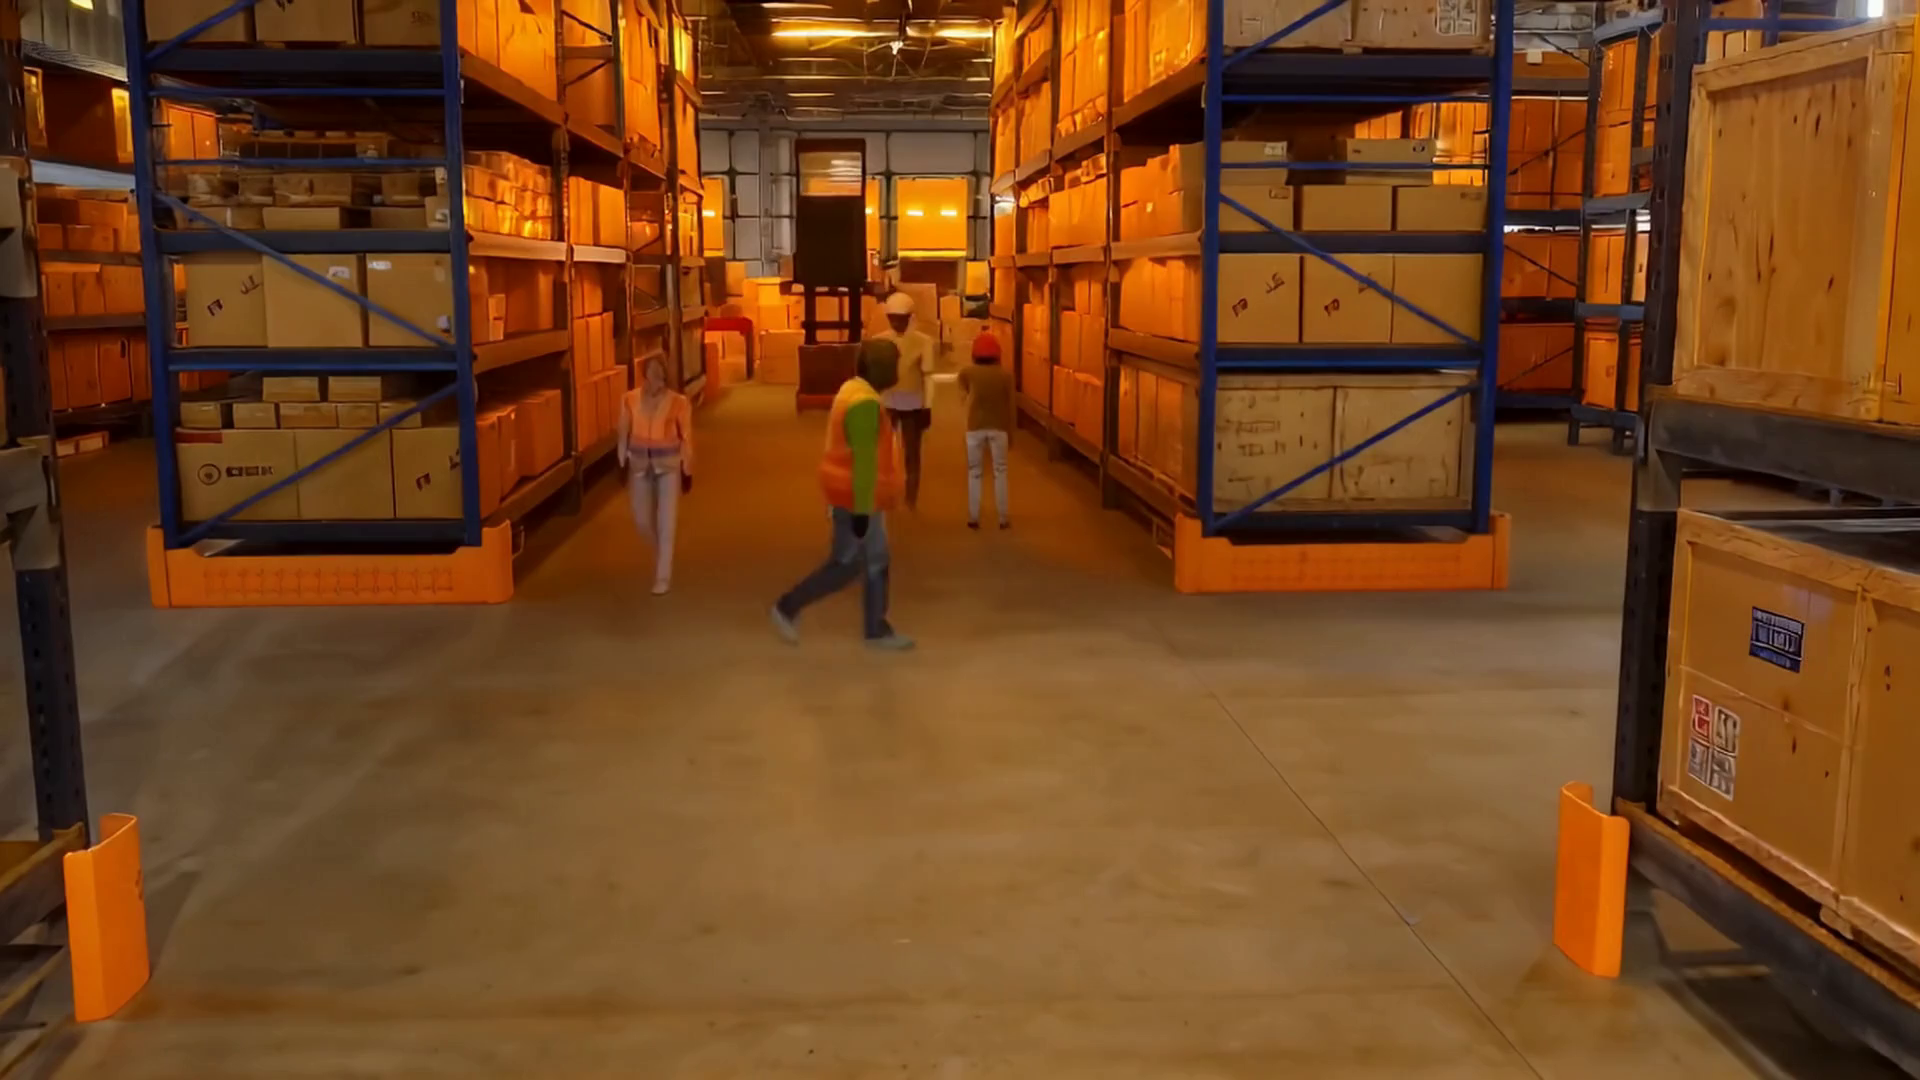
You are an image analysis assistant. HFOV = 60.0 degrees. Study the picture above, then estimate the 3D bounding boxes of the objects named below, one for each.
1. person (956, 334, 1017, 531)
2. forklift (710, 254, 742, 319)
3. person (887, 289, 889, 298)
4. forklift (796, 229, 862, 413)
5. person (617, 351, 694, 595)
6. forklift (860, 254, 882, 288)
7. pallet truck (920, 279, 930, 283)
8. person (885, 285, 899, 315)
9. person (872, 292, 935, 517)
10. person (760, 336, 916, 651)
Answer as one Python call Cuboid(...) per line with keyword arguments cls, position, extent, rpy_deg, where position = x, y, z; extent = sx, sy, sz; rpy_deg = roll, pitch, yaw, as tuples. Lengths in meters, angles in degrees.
Cuboid(cls="person", position=(0.218, -0.882, 13.774), extent=(0.501, 1.631, 0.285), rpy_deg=(0, 9, -1))
Cuboid(cls="forklift", position=(-8.383, -8.512, 57.776), extent=(1.873, 2.768, 1.129), rpy_deg=(0, 9, 3))
Cuboid(cls="person", position=(-2.587, -7.951, 58.137), extent=(0.307, 1.641, 0.514), rpy_deg=(-1, 9, -8))
Cuboid(cls="forklift", position=(-1.981, -3.419, 25.797), extent=(1.129, 2.768, 1.873), rpy_deg=(-1, 9, -4))
Cuboid(cls="person", position=(-2.029, -0.470, 11.216), extent=(0.526, 1.621, 0.562), rpy_deg=(2, 9, 9))
Cuboid(cls="forklift", position=(-3.133, -8.342, 56.712), extent=(1.129, 2.768, 1.873), rpy_deg=(-6, 11, -32))
Cuboid(cls="pallet truck", position=(-0.932, -8.922, 63.114), extent=(1.885, 1.965, 0.823), rpy_deg=(2, 9, 13))
Cuboid(cls="person", position=(-1.418, -4.842, 37.794), extent=(0.772, 1.893, 0.635), rpy_deg=(-3, 10, -19))
Cuboid(cls="person", position=(-0.523, -1.162, 14.479), extent=(0.619, 1.975, 0.596), rpy_deg=(2, 9, 11))
Cuboid(cls="person", position=(-0.677, -0.226, 9.192), extent=(0.792, 1.800, 0.638), rpy_deg=(-1, 9, -6))
